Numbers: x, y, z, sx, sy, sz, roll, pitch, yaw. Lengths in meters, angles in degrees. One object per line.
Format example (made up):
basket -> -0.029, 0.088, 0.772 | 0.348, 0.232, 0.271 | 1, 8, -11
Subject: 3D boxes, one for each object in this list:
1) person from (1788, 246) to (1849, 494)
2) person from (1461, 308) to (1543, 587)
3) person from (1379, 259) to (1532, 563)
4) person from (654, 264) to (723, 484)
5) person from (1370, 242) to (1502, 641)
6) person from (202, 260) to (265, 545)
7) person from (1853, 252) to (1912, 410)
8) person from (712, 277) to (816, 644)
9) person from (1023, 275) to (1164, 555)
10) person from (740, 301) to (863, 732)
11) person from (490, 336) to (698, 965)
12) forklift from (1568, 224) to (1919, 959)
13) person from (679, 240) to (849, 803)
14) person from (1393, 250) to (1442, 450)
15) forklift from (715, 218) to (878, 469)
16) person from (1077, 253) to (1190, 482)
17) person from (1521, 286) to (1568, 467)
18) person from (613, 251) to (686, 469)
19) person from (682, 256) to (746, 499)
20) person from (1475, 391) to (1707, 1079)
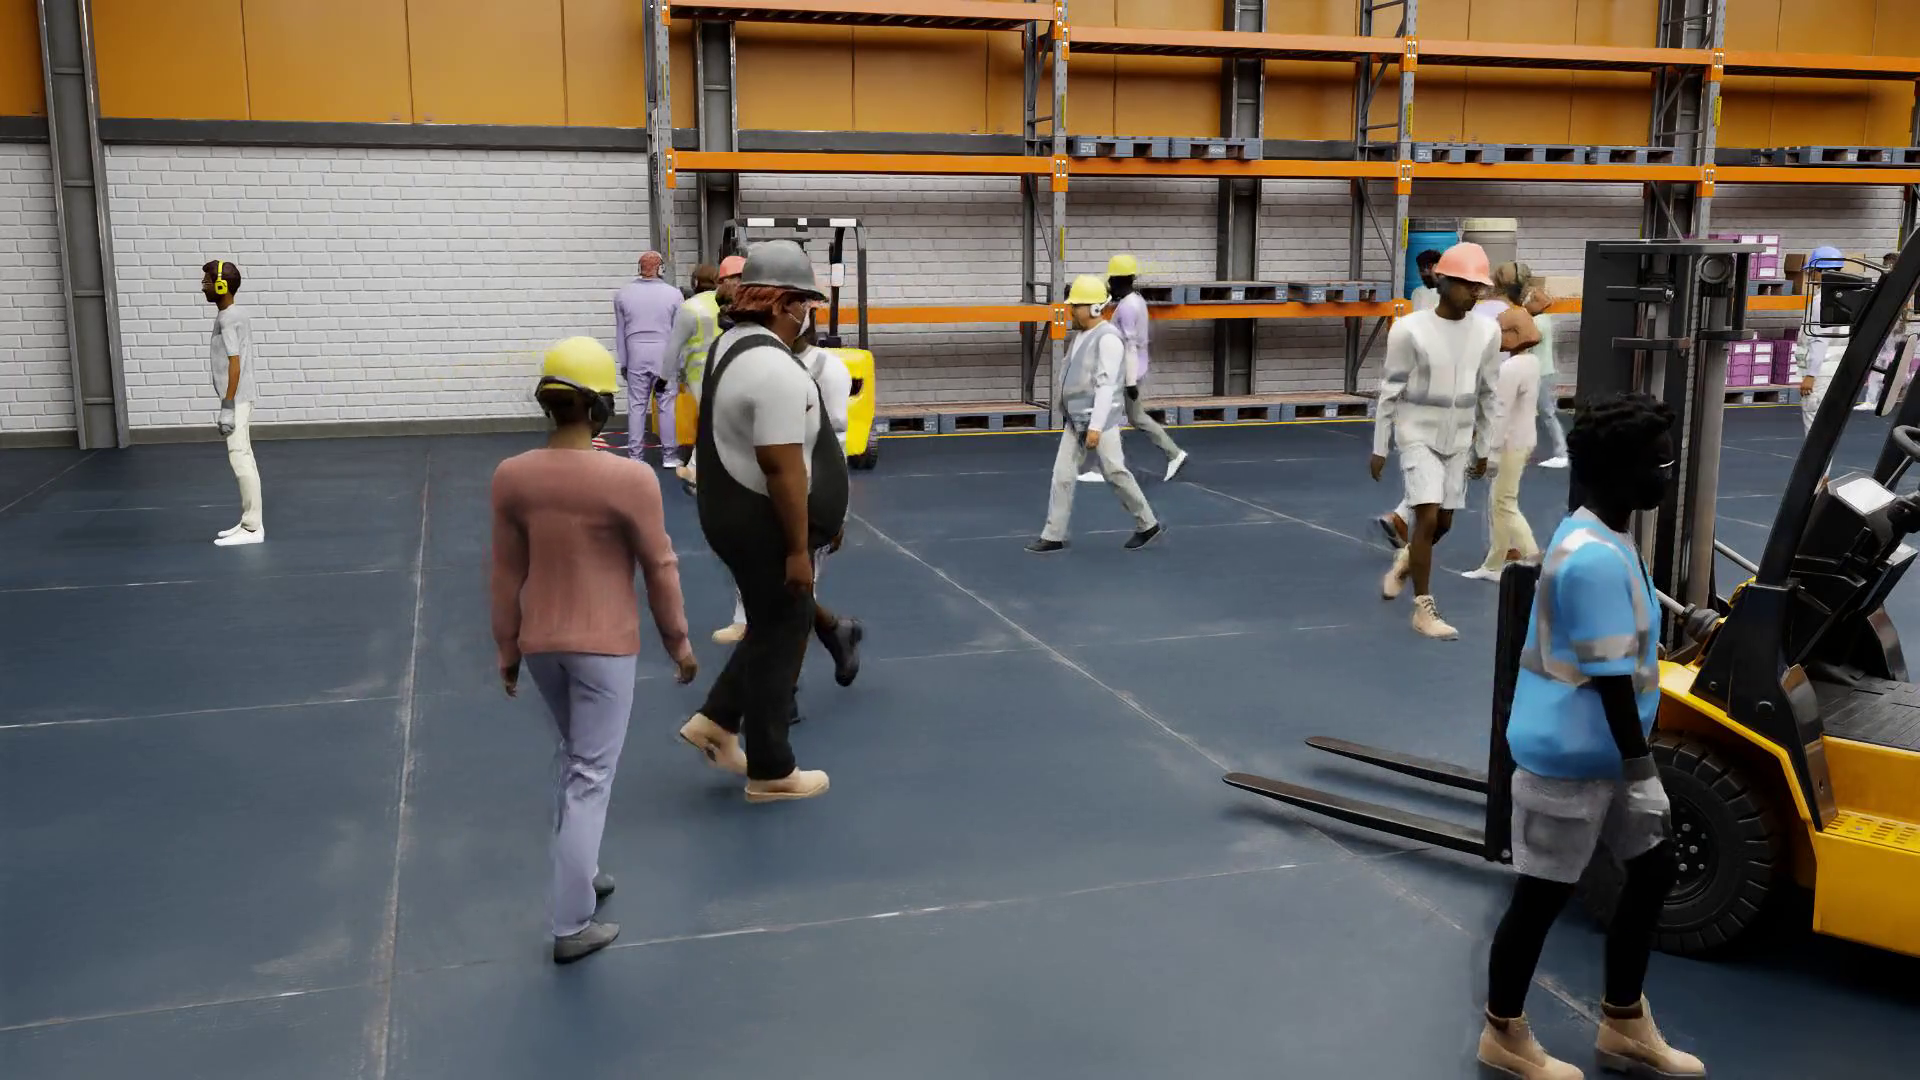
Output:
person -> 6.810, -1.333, 13.174 | 0.415, 1.951, 0.621 | 9, 14, 40
person -> 3.181, -0.516, 9.594 | 0.481, 1.642, 0.509 | 7, 13, 35
person -> 3.126, -0.773, 10.243 | 0.917, 1.901, 0.649 | -2, 11, -12
person -> -2.094, -1.298, 13.343 | 0.888, 1.796, 0.651 | 7, 12, 33
person -> 2.418, -0.530, 8.606 | 0.651, 2.005, 0.854 | -2, 11, -12
person -> -4.815, -0.896, 10.985 | 0.328, 1.862, 0.512 | -3, 11, -17
person -> 10.882, -2.422, 19.384 | 0.691, 1.850, 0.536 | -2, 11, -12
person -> -1.035, -0.379, 8.241 | 0.447, 1.826, 0.653 | -7, 13, -34
person -> 0.897, -0.786, 10.596 | 0.916, 1.795, 0.586 | -4, 11, -22
person -> -0.654, -0.185, 6.943 | 0.546, 1.919, 0.745 | 8, 13, 37
person -> -1.037, 0.296, 4.780 | 0.536, 1.742, 0.686 | 4, 11, 23
forklift -> 2.909, 0.117, 4.508 | 2.313, 2.155, 1.214 | 9, 14, 40
person -> -0.662, -0.066, 5.934 | 0.543, 2.000, 0.704 | -5, 11, -24
person -> 4.481, -1.810, 15.880 | 0.781, 1.907, 0.655 | -6, 12, -31
forklift -> -1.522, -1.778, 14.899 | 1.214, 2.155, 2.313 | -3, 11, -17
person -> 1.431, -1.401, 13.658 | 0.876, 1.894, 0.586 | 3, 11, 16
person -> 5.050, -1.448, 14.745 | 0.822, 1.589, 0.499 | 5, 12, 28
person -> -2.678, -1.564, 14.543 | 0.639, 1.900, 0.404 | 1, 10, 3
person -> -1.641, -1.224, 12.730 | 0.988, 1.877, 0.570 | -4, 11, -23
person -> 1.526, 0.501, 3.821 | 0.630, 1.673, 0.540 | 6, 12, 29
